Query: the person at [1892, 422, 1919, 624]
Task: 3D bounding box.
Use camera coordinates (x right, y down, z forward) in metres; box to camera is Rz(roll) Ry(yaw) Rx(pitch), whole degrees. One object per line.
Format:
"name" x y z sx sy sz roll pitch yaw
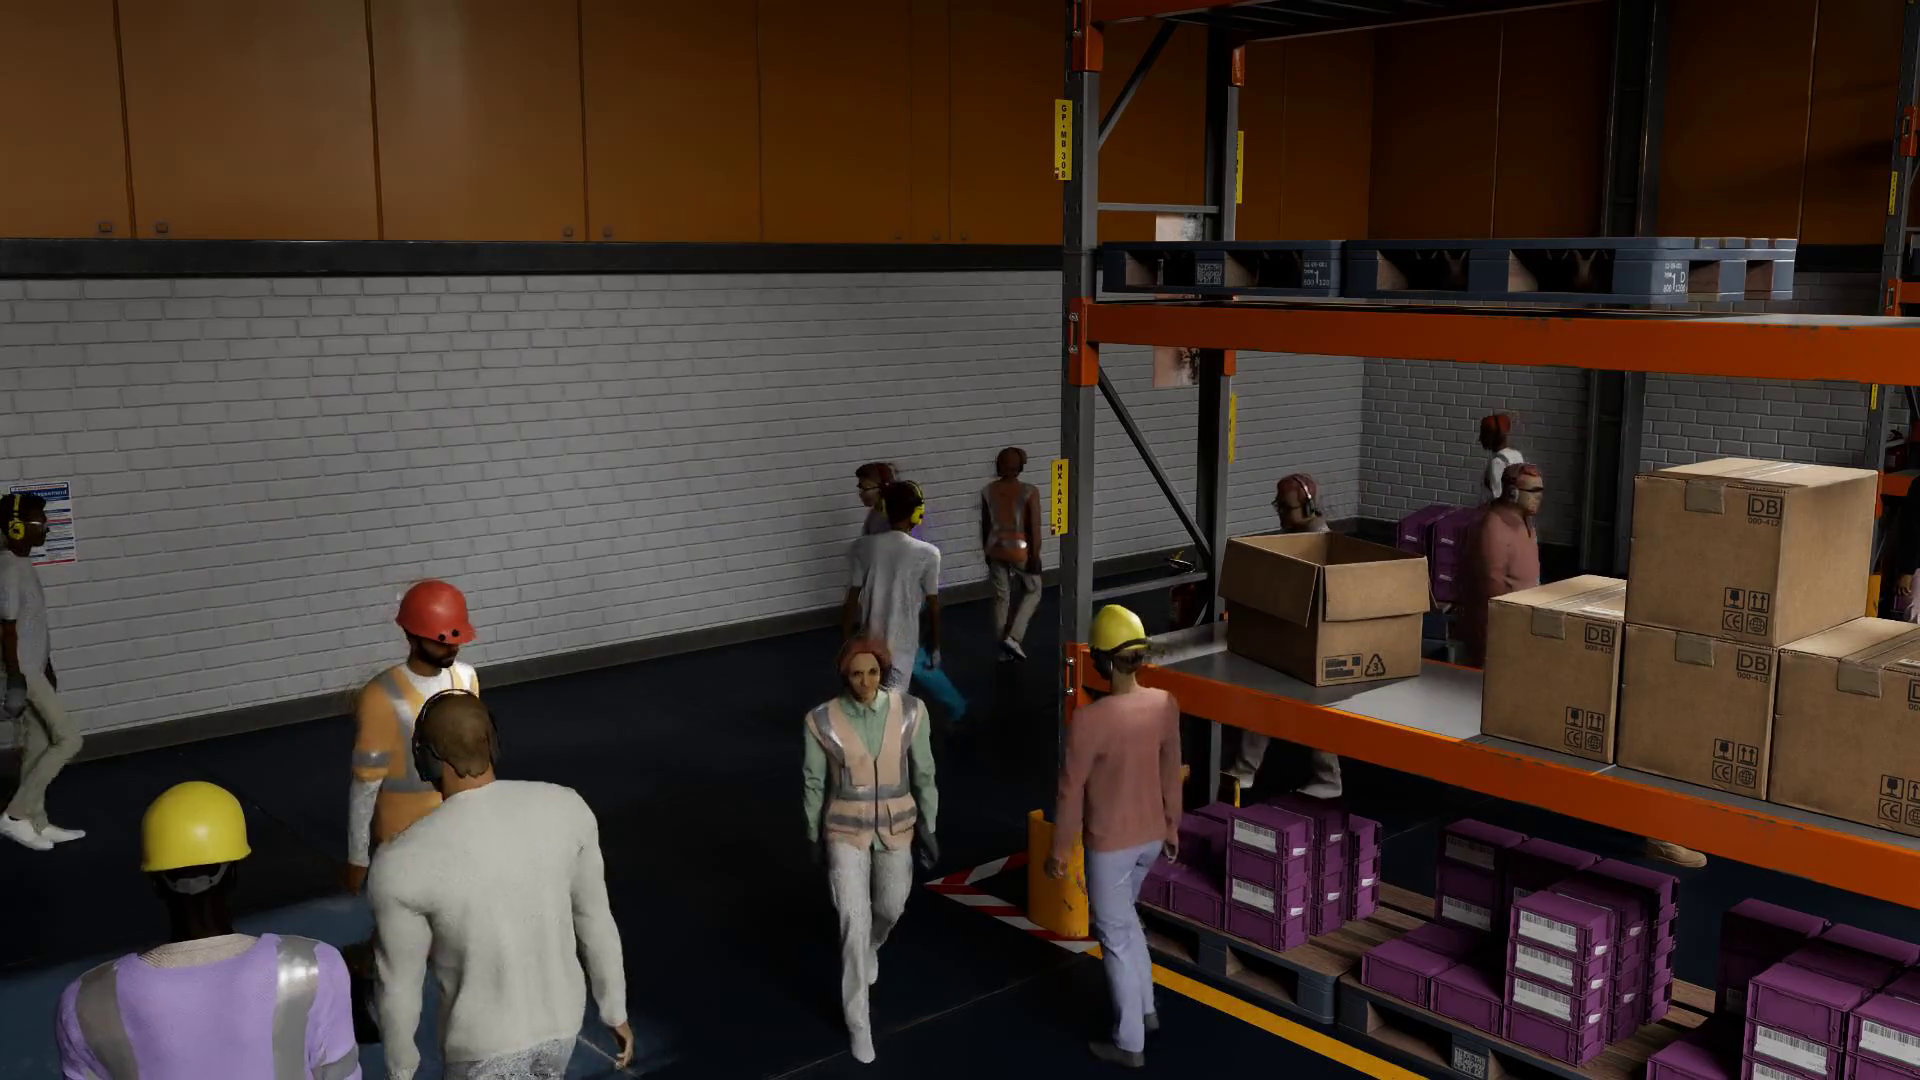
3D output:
"person" 6.426 0.160 11.071 0.612 1.997 0.376 -8 12 -38

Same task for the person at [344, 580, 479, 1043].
"person" -2.046 1.052 6.221 1.012 1.882 0.551 4 10 21

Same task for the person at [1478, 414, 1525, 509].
"person" 4.155 -0.070 12.915 0.625 1.823 0.980 -9 14 -44

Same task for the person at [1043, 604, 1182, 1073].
"person" 0.579 1.110 6.211 0.536 1.749 0.439 -8 13 -40

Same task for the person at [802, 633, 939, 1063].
"person" -0.373 1.132 6.548 0.510 1.613 0.759 -3 10 -16

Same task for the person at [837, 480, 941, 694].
"person" -0.344 0.586 9.049 0.529 1.829 0.765 4 10 21

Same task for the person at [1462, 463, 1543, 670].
"person" 3.114 0.491 9.475 0.613 1.880 0.722 6 12 33

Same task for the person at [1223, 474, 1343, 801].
"person" 1.754 0.553 9.167 0.858 1.859 0.717 -1 10 -5

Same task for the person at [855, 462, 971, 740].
"person" -0.361 0.400 10.265 0.925 1.806 0.578 -4 11 -24

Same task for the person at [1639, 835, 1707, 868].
"person" 3.631 0.698 8.374 0.429 1.843 0.628 4 10 21

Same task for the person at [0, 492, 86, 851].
"person" -4.711 0.674 8.493 0.381 1.858 0.519 -6 11 -31

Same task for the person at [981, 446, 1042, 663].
"person" 0.390 0.115 12.393 0.544 1.623 0.373 6 12 33

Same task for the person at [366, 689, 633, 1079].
"person" -1.300 1.328 4.532 0.927 1.891 0.644 9 13 42

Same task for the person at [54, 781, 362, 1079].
"person" -1.605 1.465 3.643 0.586 1.924 0.370 -4 10 -22
